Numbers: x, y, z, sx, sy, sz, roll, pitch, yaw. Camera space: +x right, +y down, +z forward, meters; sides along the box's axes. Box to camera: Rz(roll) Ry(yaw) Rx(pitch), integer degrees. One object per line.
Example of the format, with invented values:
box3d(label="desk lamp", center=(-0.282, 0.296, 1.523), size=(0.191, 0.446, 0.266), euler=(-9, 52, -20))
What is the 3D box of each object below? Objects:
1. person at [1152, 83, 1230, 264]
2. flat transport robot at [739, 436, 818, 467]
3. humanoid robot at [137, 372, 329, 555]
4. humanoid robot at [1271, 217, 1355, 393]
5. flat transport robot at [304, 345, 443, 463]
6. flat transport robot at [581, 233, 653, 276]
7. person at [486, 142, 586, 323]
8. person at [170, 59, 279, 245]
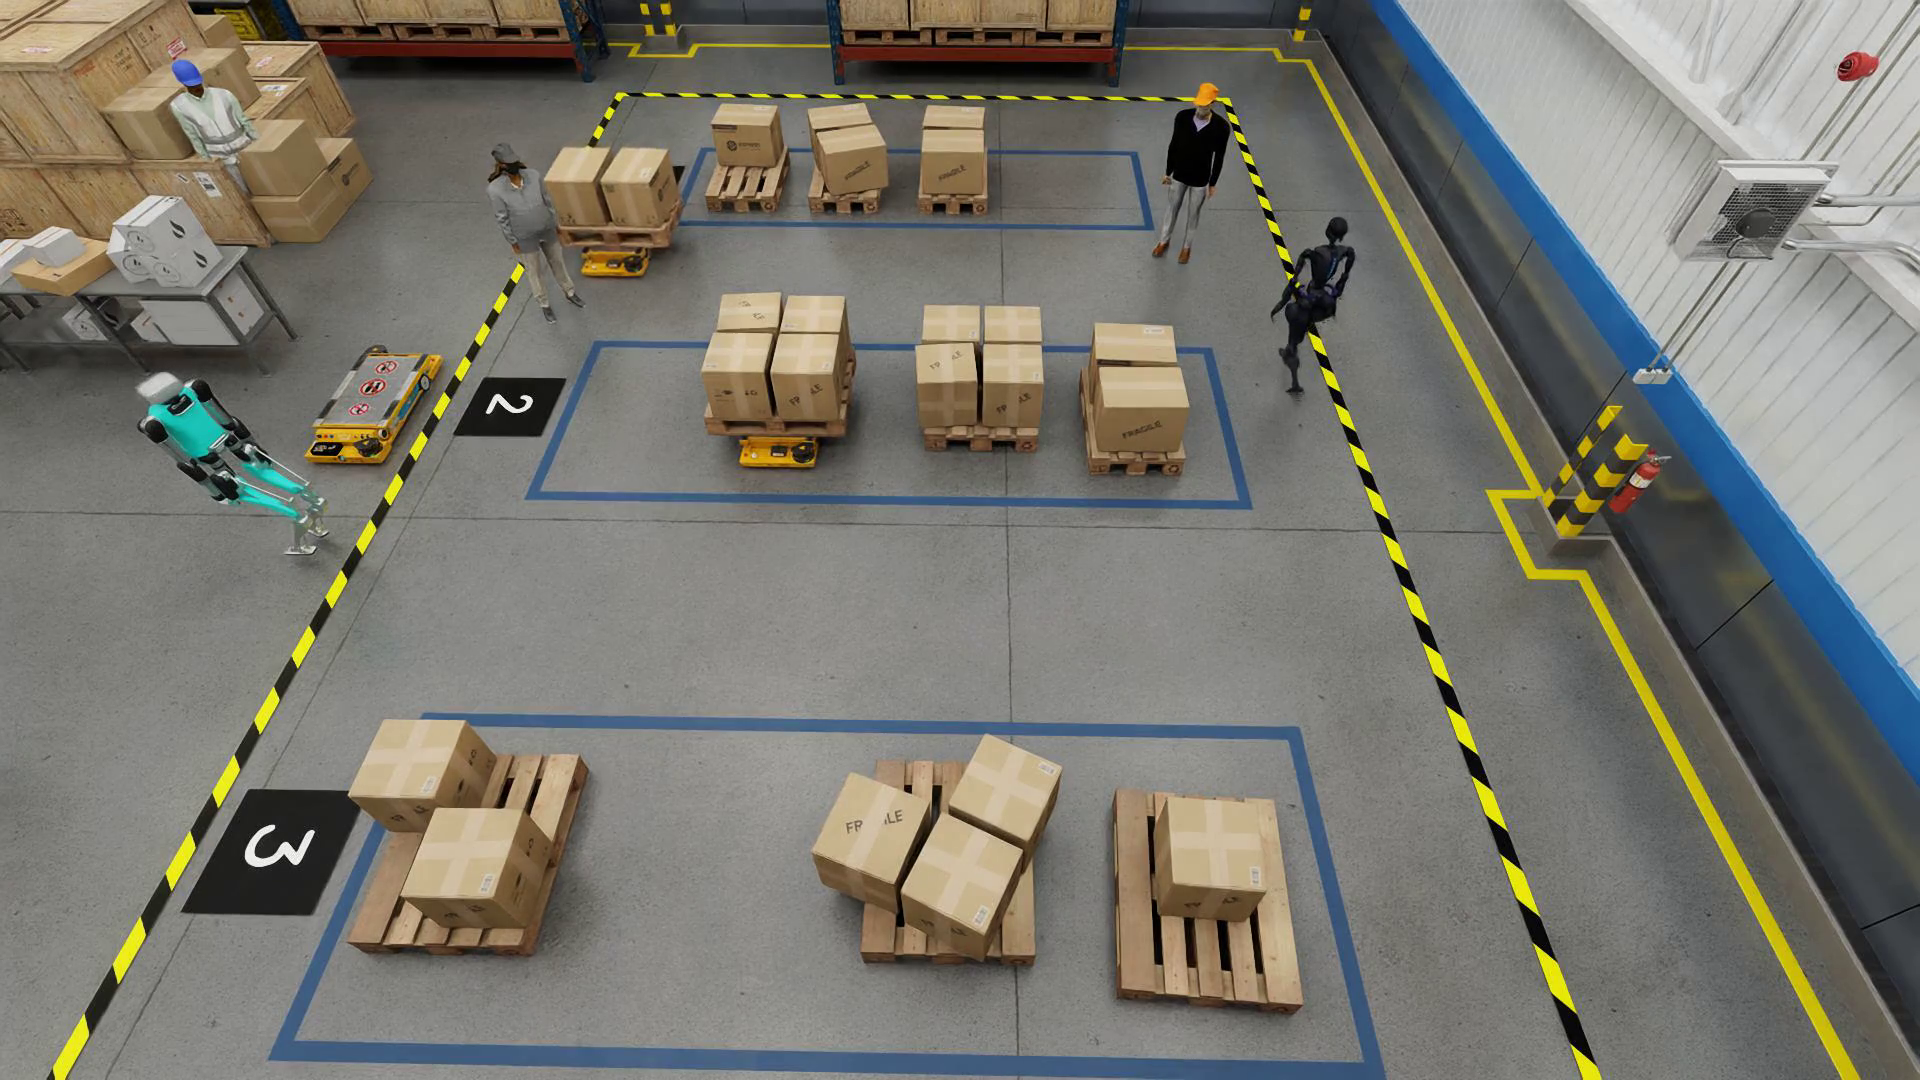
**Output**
box3d(label="person", center=(2.396, -3.773, 9.504), size=(0.586, 1.881, 0.387), euler=(24, 54, 19))
box3d(label="flat transport robot", center=(-1.582, -1.235, 8.394), size=(0.652, 0.197, 1.431), euler=(1, 50, 1))
box3d(label="humanoid robot", center=(-5.176, -0.494, 6.738), size=(0.735, 1.673, 0.533), euler=(10, 50, 8))
box3d(label="humanoid robot", center=(3.179, -2.109, 8.263), size=(0.598, 1.655, 0.738), euler=(-6, 50, -5))
box3d(label="flat transport robot", center=(-5.383, -1.269, 8.441), size=(0.659, 0.231, 1.431), euler=(1, 50, 1))
box3d(label="flat transport robot", center=(-3.731, -3.437, 10.257), size=(0.652, 0.197, 1.431), euler=(1, 50, 1))
box3d(label="person", center=(-4.156, -2.992, 8.915), size=(0.400, 1.769, 0.563), euler=(36, 58, 26))
box3d(label="person", center=(-7.707, -4.101, 9.746), size=(0.602, 1.939, 0.412), euler=(-32, 57, -24))
